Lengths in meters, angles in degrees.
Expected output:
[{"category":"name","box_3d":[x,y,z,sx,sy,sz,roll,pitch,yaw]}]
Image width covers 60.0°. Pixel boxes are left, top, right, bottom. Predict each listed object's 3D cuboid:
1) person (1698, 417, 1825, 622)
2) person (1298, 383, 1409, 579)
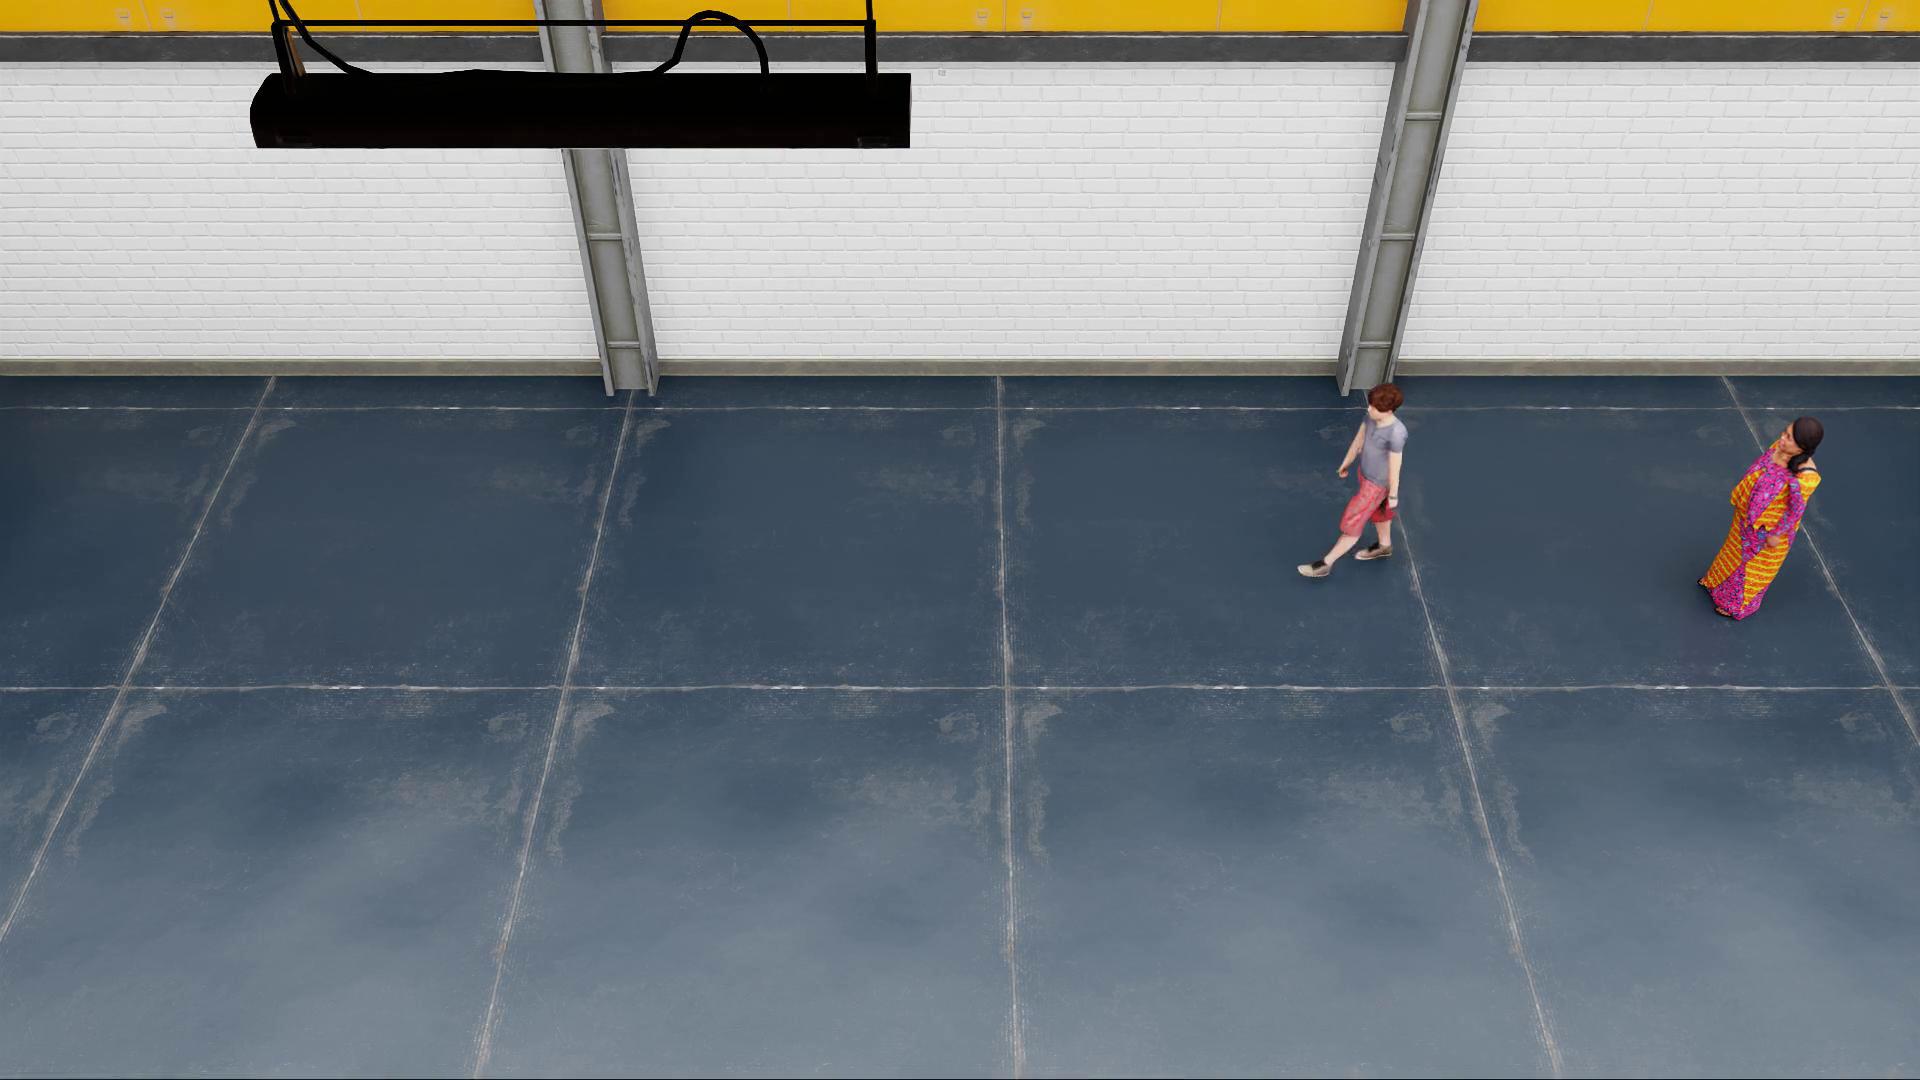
[{"category":"person","box_3d":[5.481,-0.186,11.311,0.663,1.683,0.662,-4,44,-4]},{"category":"person","box_3d":[2.982,-0.426,11.609,1.086,1.619,0.768,-10,44,-10]}]
